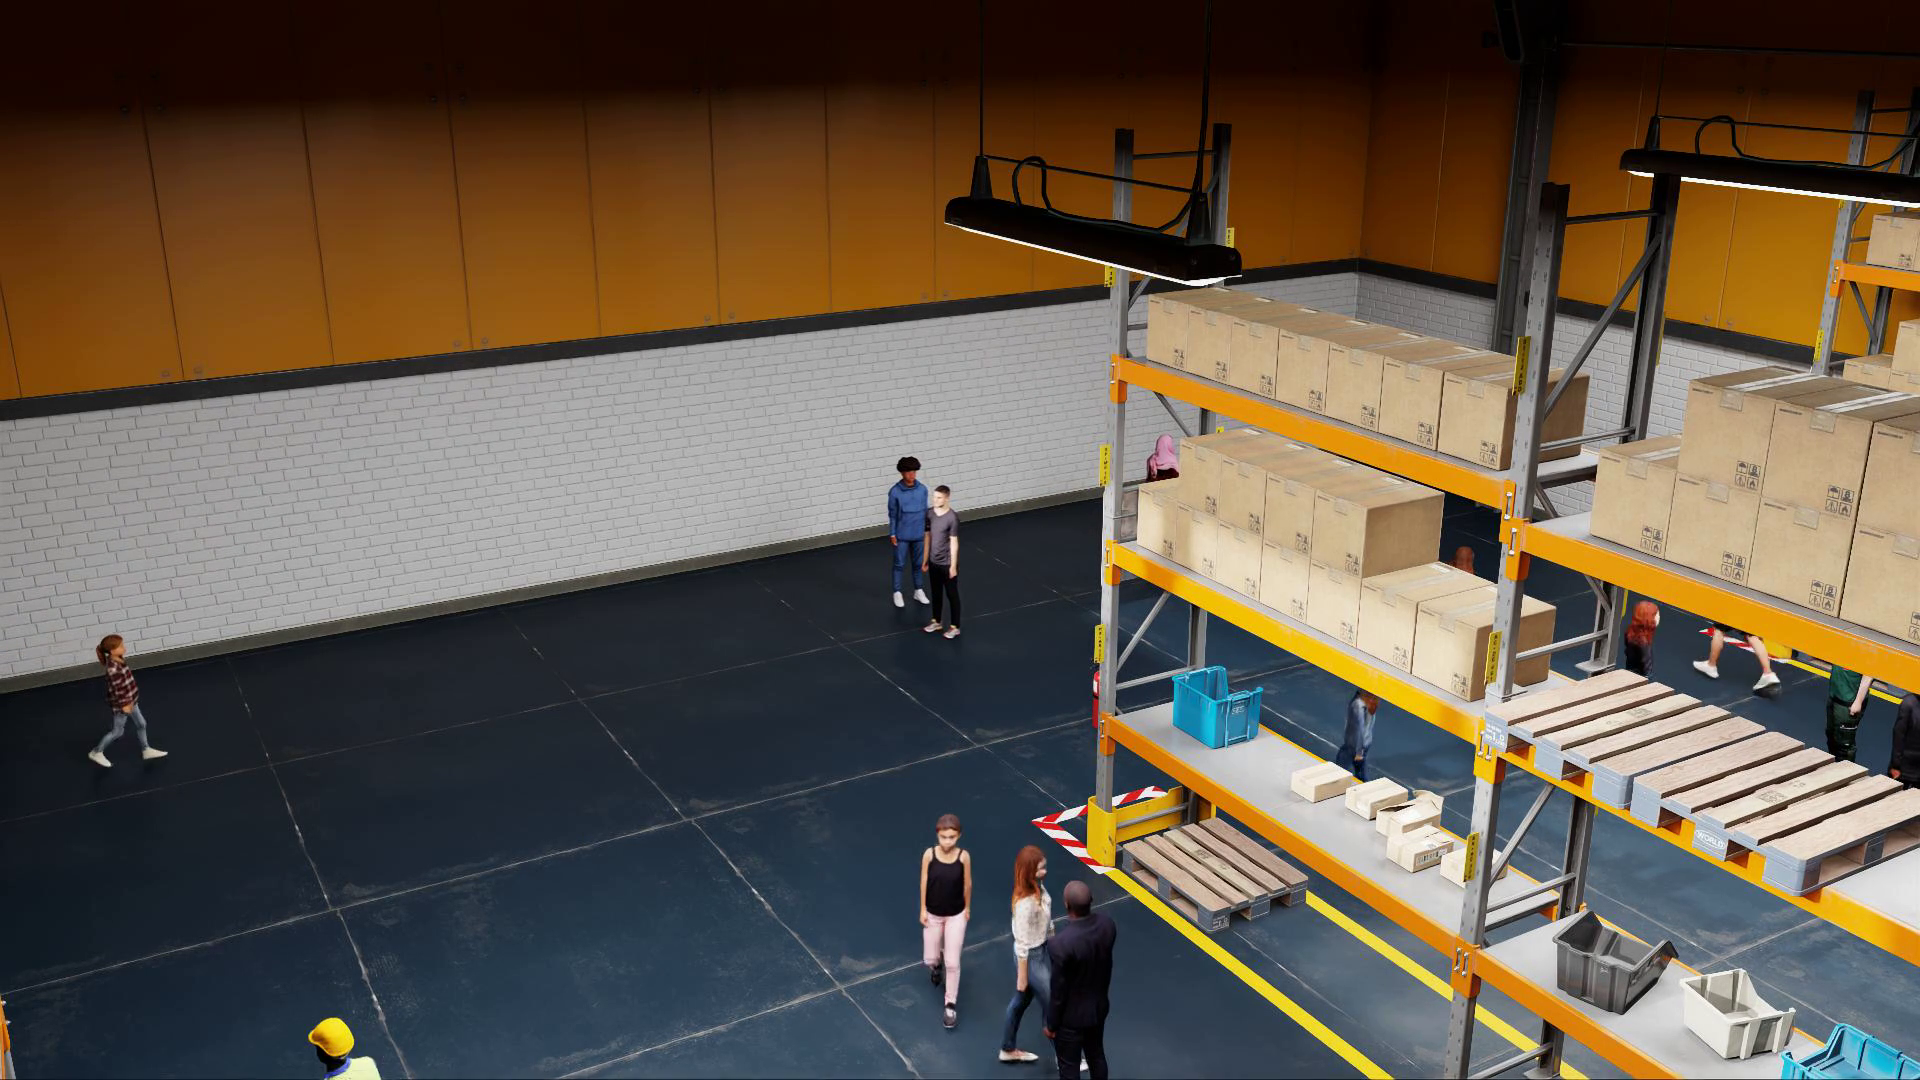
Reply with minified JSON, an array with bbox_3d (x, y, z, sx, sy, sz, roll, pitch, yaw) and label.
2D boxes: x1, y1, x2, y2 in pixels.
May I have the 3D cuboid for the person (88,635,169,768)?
[{"bbox_3d":[-7.896,1.512,15.524,0.758,1.291,0.888,-4,19,-10],"label":"person"}]

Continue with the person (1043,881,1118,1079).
[{"bbox_3d":[0.756,2.953,10.420,0.738,1.818,0.665,-15,24,-38],"label":"person"}]

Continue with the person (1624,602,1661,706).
[{"bbox_3d":[6.016,1.403,15.108,0.997,1.764,0.924,6,19,17],"label":"person"}]

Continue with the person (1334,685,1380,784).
[{"bbox_3d":[3.531,1.774,14.478,0.789,1.463,0.718,11,21,29],"label":"person"}]

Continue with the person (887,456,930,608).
[{"bbox_3d":[-0.602,-0.113,19.546,0.701,1.805,0.611,-7,20,-19],"label":"person"}]

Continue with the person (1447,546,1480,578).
[{"bbox_3d":[5.208,0.777,17.382,0.629,1.500,0.513,-11,22,-30],"label":"person"}]

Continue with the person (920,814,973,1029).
[{"bbox_3d":[-0.110,2.628,11.802,0.796,1.552,0.942,1,19,2],"label":"person"}]

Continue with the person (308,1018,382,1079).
[{"bbox_3d":[-3.214,3.439,9.056,1.270,1.769,0.991,14,23,35],"label":"person"}]

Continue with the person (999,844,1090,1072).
[{"bbox_3d":[0.391,2.788,11.087,0.938,1.706,0.923,1,19,2],"label":"person"}]

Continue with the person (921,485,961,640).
[{"bbox_3d":[-0.183,0.228,18.602,0.588,1.761,0.753,16,24,39],"label":"person"}]

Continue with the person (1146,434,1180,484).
[{"bbox_3d":[2.579,-0.556,21.121,0.701,1.639,0.815,11,22,30],"label":"person"}]
